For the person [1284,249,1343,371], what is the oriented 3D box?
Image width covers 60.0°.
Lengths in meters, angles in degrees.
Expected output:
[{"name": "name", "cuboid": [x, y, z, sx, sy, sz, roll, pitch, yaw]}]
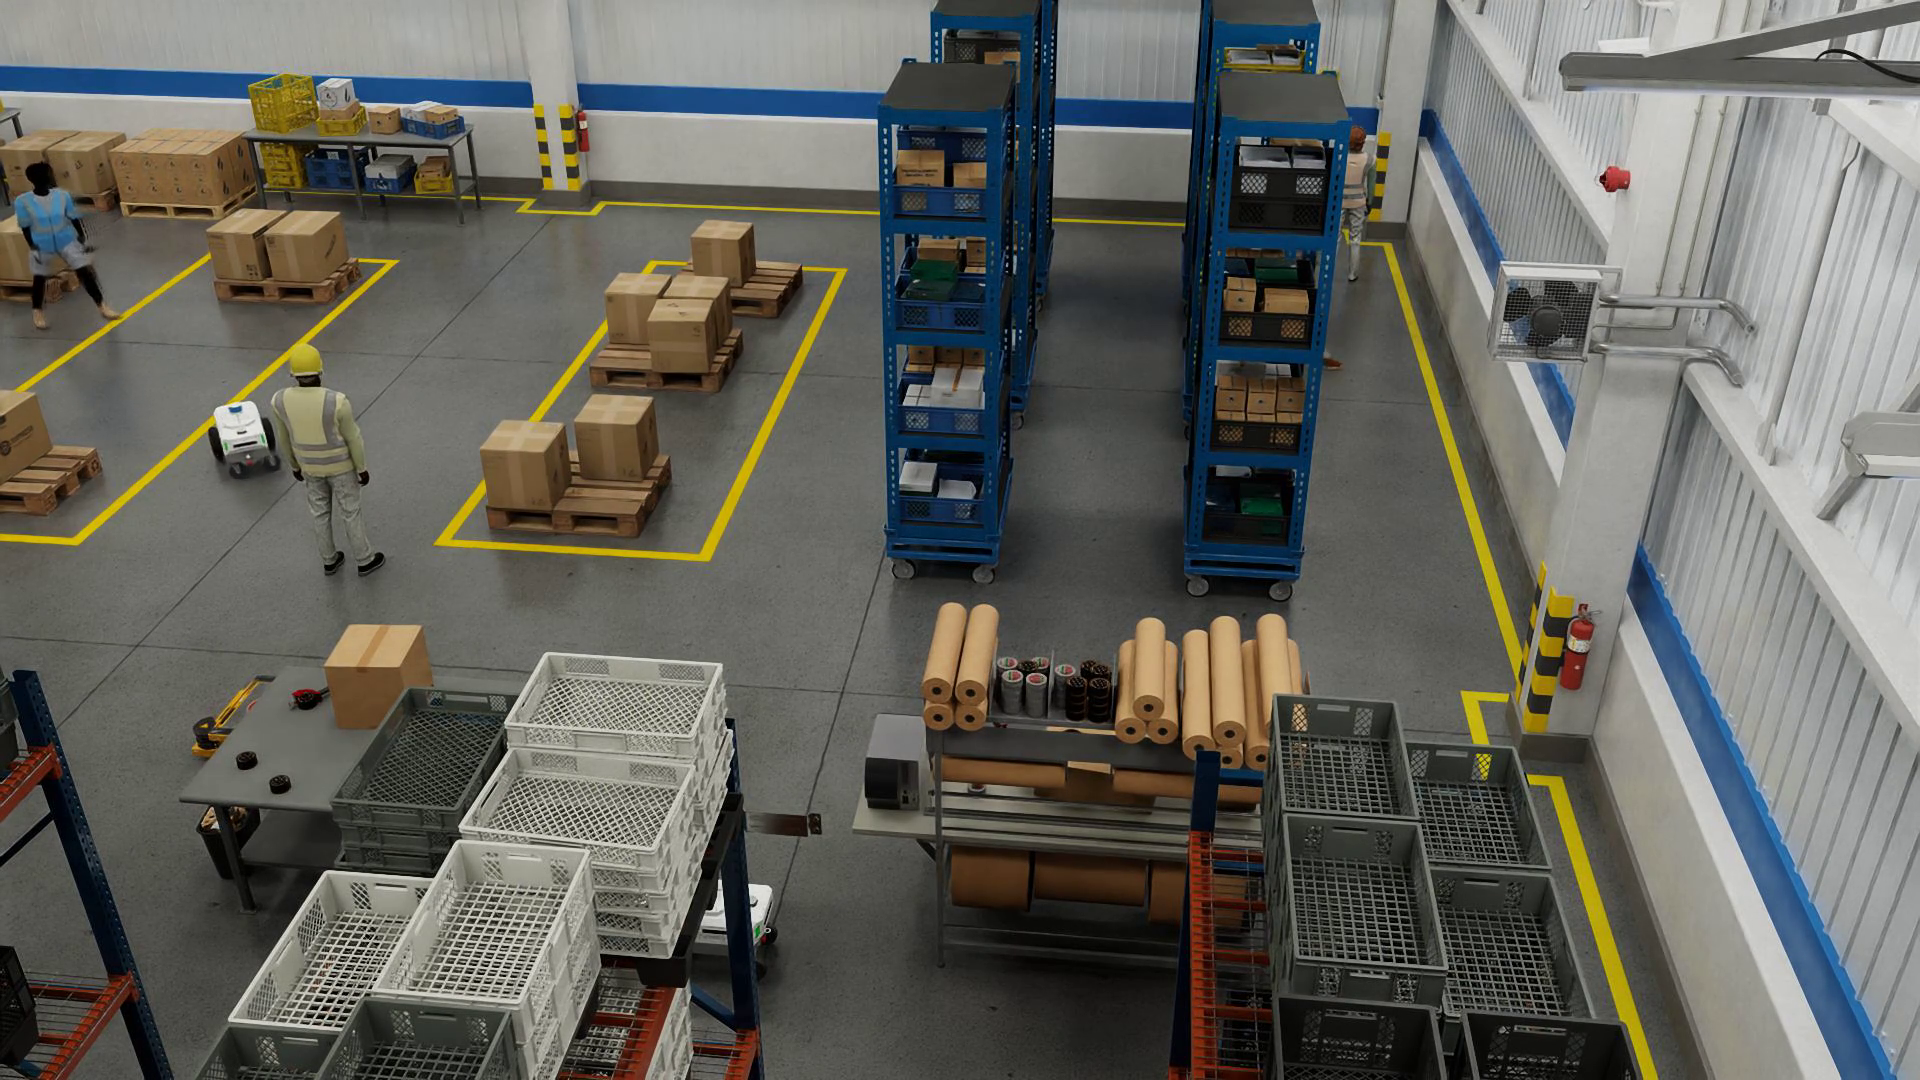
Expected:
[{"name": "person", "cuboid": [3.047, -2.487, 15.284, 1.051, 1.942, 0.627, 9, 32, 16]}]

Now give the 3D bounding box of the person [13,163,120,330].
[{"name": "person", "cuboid": [-8.828, -2.892, 16.261, 0.718, 1.654, 0.476, -24, 38, -35]}]

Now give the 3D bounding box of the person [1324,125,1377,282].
[{"name": "person", "cuboid": [4.030, -3.483, 17.276, 0.522, 1.639, 0.305, 3, 30, 5]}]

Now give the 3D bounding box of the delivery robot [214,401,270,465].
[{"name": "delivery robot", "cuboid": [-5.983, -0.909, 13.838, 0.477, 0.478, 0.707, -14, 33, -23]}]

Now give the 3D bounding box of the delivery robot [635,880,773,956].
[{"name": "delivery robot", "cuboid": [-1.361, 1.987, 8.863, 0.707, 0.478, 0.477, 3, 30, 6]}]

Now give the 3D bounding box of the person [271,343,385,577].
[{"name": "person", "cuboid": [-4.589, -0.575, 12.086, 0.600, 1.836, 0.404, 3, 30, 5]}]

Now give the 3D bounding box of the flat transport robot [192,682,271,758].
[{"name": "flat transport robot", "cuboid": [-4.089, 1.163, 10.648, 1.431, 0.197, 0.652, 3, 30, 6]}]
